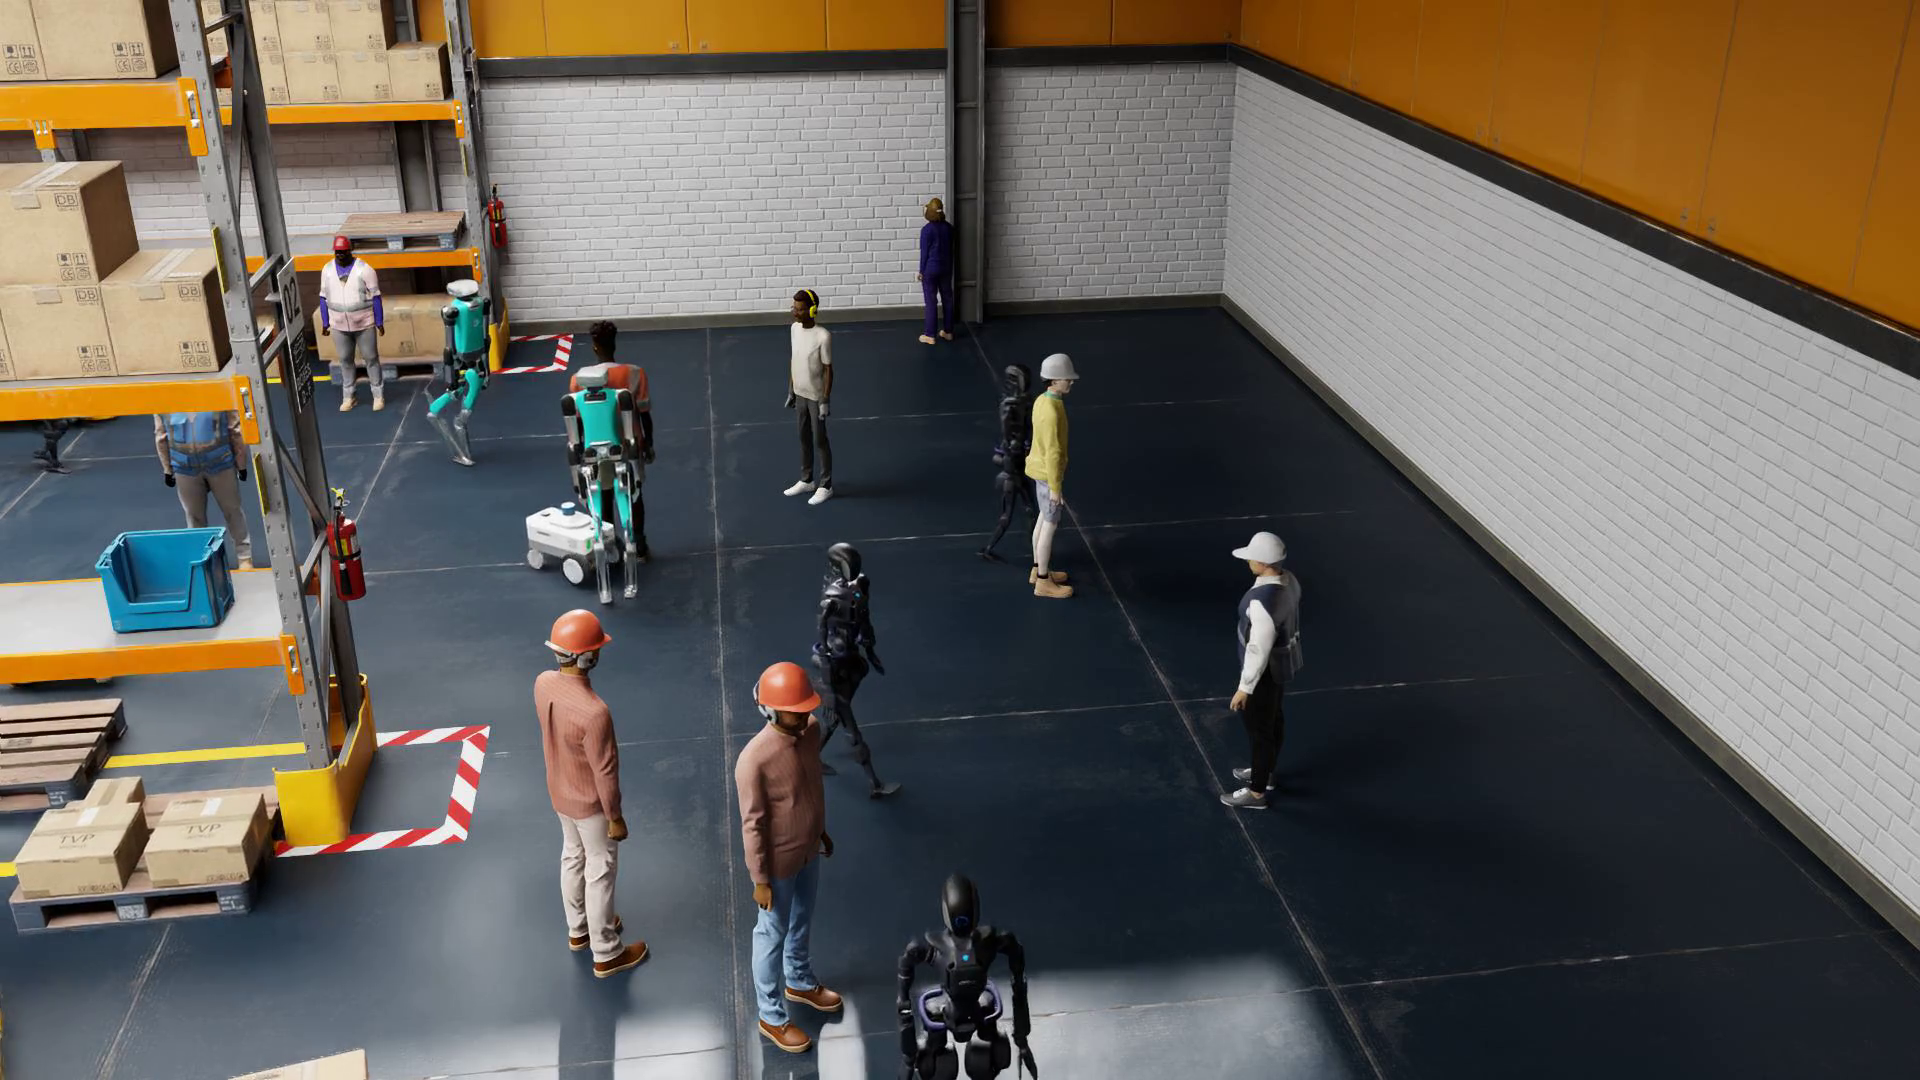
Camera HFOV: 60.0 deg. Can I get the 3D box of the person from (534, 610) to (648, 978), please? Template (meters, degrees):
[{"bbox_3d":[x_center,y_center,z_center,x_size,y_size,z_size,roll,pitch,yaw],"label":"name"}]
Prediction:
[{"bbox_3d":[-1.867,1.270,8.374,0.401,1.986,0.610,-20,30,-37],"label":"person"}]

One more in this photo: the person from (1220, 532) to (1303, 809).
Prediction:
[{"bbox_3d":[1.781,0.765,9.802,0.444,1.756,0.757,11,26,23],"label":"person"}]

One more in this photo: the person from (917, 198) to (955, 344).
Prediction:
[{"bbox_3d":[-0.276,-3.008,18.558,0.468,1.623,0.340,-18,29,-34],"label":"person"}]

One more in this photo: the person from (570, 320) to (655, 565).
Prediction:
[{"bbox_3d":[-2.724,-0.758,13.049,0.631,1.942,0.440,-8,25,-17],"label":"person"}]

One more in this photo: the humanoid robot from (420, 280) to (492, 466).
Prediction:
[{"bbox_3d":[-4.548,-1.433,14.988,0.719,1.900,0.539,12,27,26],"label":"humanoid robot"}]

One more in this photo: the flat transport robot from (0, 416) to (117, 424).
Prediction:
[{"bbox_3d":[-9.022,-1.349,16.471,1.431,0.231,0.659,-3,24,-7],"label":"flat transport robot"}]

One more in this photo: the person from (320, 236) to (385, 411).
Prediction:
[{"bbox_3d":[-5.990,-2.132,16.408,0.603,1.754,0.420,-2,24,-5],"label":"person"}]

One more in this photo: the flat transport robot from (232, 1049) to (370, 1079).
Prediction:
[{"bbox_3d":[-2.758,2.960,6.653,1.431,0.231,0.659,13,27,27],"label":"flat transport robot"}]

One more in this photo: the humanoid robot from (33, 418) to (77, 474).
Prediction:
[{"bbox_3d":[-8.211,-1.369,14.766,0.382,1.637,0.611,1,24,3],"label":"humanoid robot"}]

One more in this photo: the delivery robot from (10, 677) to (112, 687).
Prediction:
[{"bbox_3d":[-6.205,0.691,11.483,0.798,0.608,0.499,0,24,1],"label":"delivery robot"}]

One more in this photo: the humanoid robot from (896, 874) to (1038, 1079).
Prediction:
[{"bbox_3d":[0.033,2.103,6.865,0.590,1.644,0.523,-4,24,-10],"label":"humanoid robot"}]

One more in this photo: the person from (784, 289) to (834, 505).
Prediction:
[{"bbox_3d":[-1.296,-1.228,14.204,0.509,1.872,0.329,21,31,39],"label":"person"}]

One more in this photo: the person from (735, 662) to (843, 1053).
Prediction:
[{"bbox_3d":[-0.803,1.473,7.895,0.375,1.995,0.610,12,26,25],"label":"person"}]

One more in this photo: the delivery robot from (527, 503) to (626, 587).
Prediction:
[{"bbox_3d":[-3.025,0.010,13.031,0.794,0.606,0.499,14,27,29],"label":"delivery robot"}]

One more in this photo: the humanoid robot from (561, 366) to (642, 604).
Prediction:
[{"bbox_3d":[-2.649,-0.354,12.355,0.563,1.742,0.850,-3,24,-6],"label":"humanoid robot"}]

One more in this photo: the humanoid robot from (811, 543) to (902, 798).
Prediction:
[{"bbox_3d":[-0.658,0.758,9.967,0.789,1.630,0.604,12,26,25],"label":"humanoid robot"}]

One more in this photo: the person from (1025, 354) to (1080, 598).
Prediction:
[{"bbox_3d":[0.681,-0.488,12.495,0.388,1.888,0.489,-2,24,-4],"label":"person"}]

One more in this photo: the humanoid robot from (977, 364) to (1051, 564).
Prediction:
[{"bbox_3d":[0.418,-0.589,13.009,0.520,1.642,0.589,10,25,21],"label":"humanoid robot"}]

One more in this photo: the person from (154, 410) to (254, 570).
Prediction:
[{"bbox_3d":[-5.789,-0.571,12.759,0.631,1.837,0.431,-6,24,-13],"label":"person"}]
